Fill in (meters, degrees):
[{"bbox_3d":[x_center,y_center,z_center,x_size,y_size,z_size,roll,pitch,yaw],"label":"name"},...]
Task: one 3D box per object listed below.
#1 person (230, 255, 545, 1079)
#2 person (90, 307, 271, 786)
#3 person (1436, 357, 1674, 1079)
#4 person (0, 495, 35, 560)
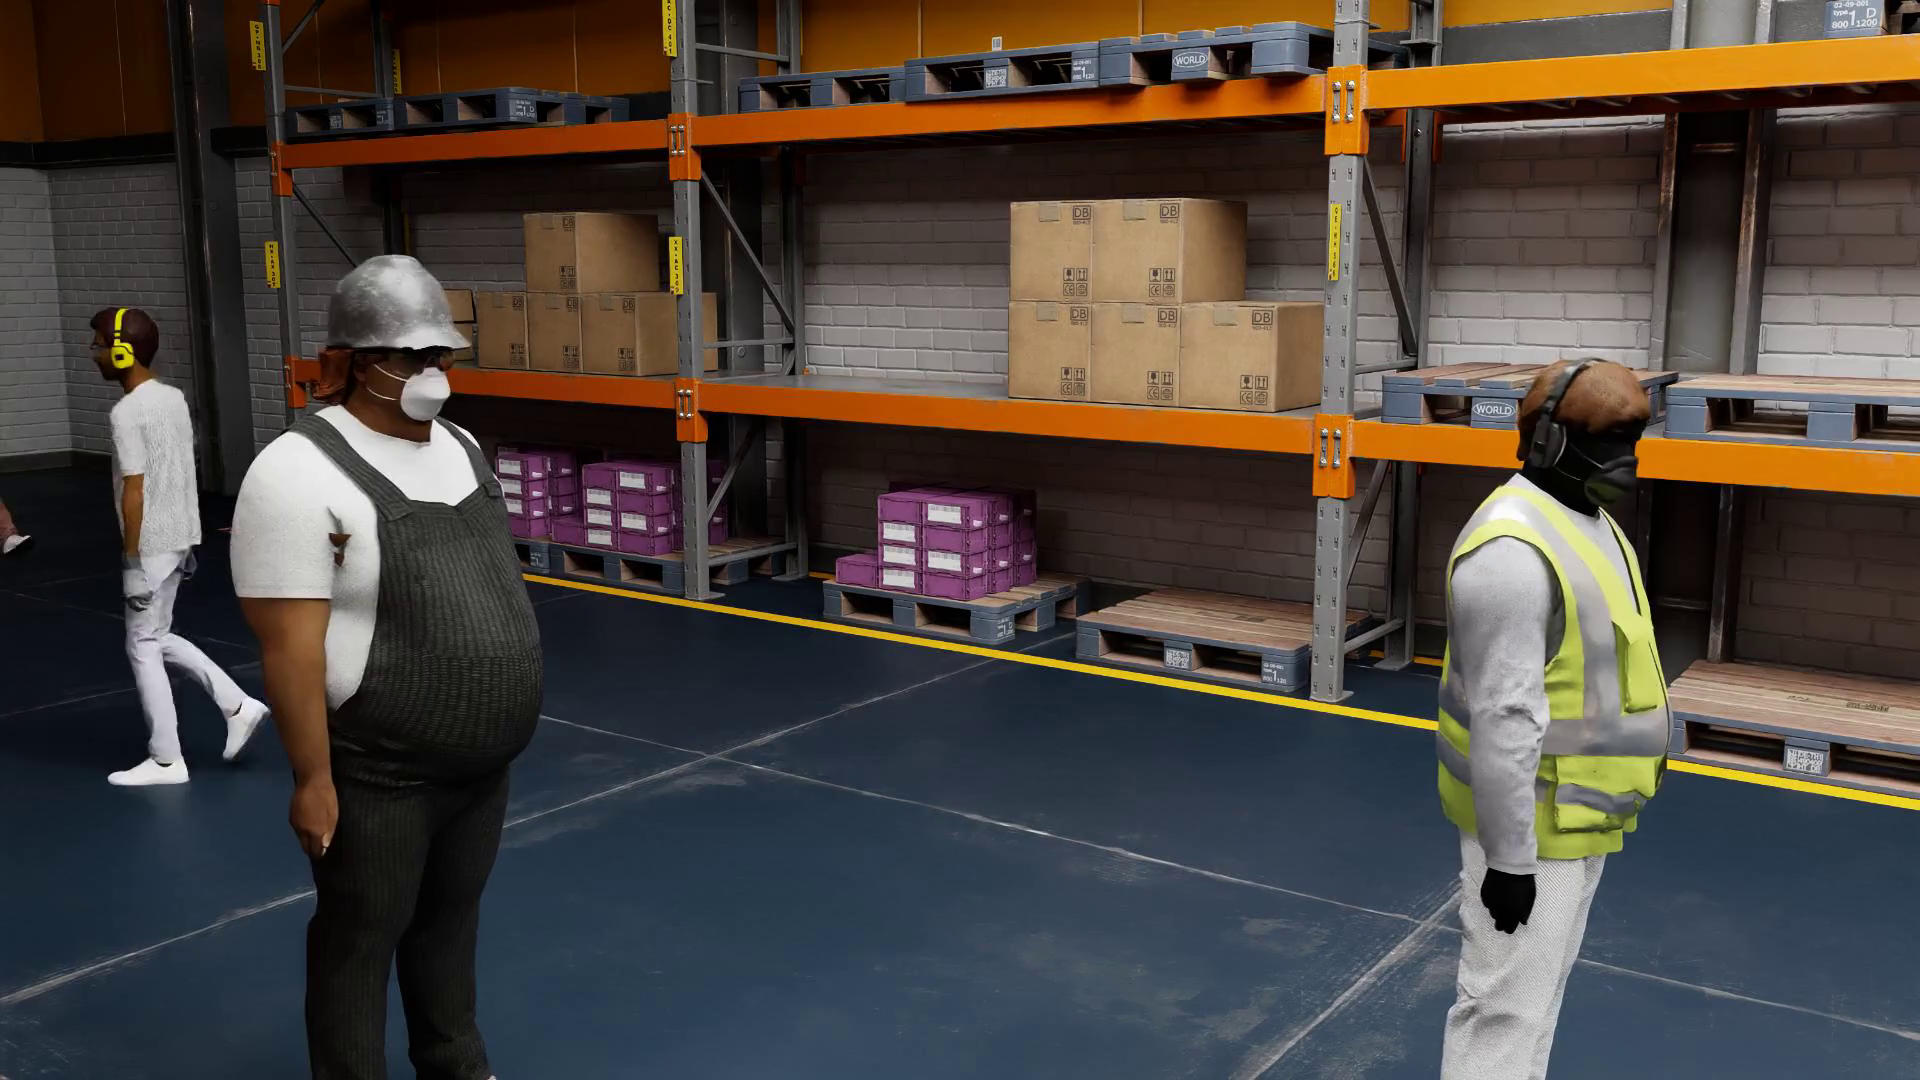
[{"bbox_3d":[-1.163,0.409,3.602,0.536,2.000,0.688,3,10,20],"label":"person"},{"bbox_3d":[-3.033,0.037,6.374,0.489,1.853,0.552,0,10,0],"label":"person"},{"bbox_3d":[1.179,0.556,3.330,0.429,1.838,0.634,6,11,32],"label":"person"},{"bbox_3d":[-6.710,-0.754,11.092,0.996,1.846,0.653,4,11,25],"label":"person"}]
